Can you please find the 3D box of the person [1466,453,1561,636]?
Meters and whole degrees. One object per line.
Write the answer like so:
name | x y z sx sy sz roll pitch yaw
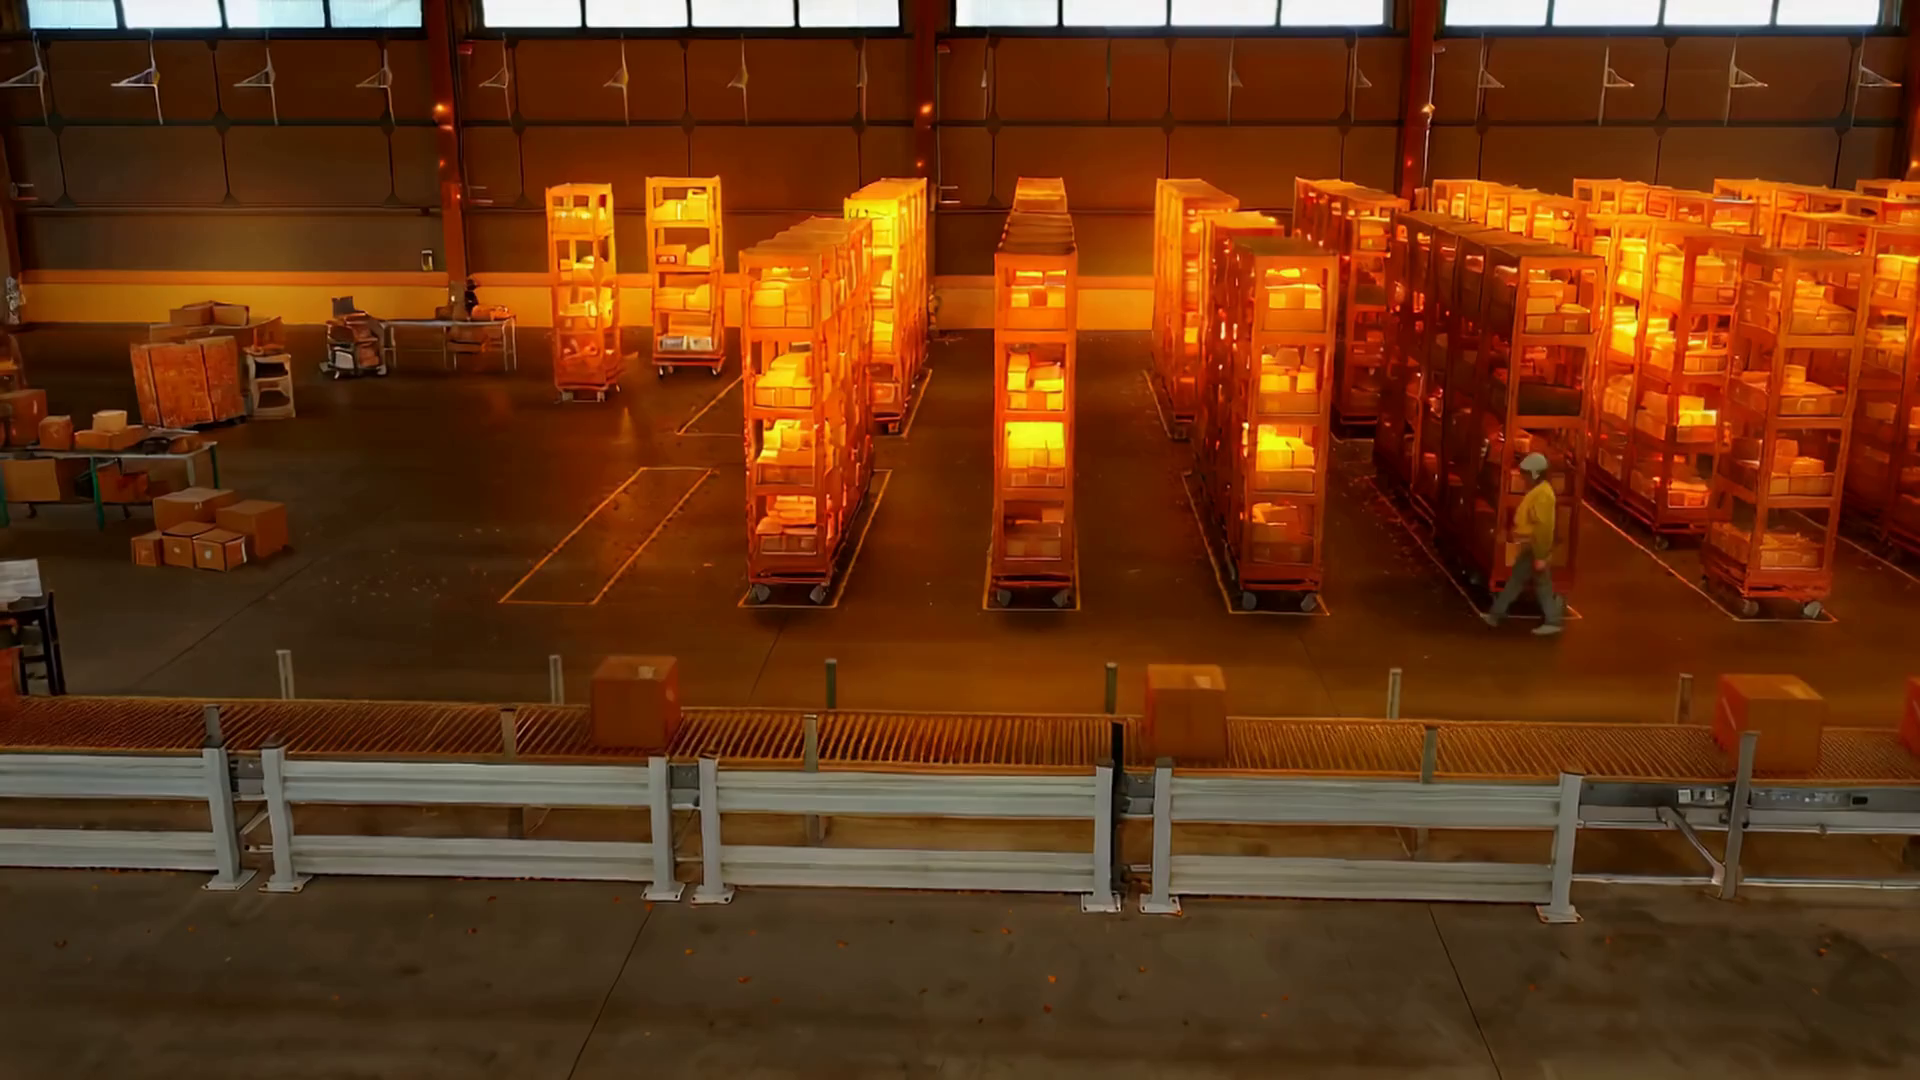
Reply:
person | 5.401 0.056 15.949 0.916 1.781 0.603 5 16 17

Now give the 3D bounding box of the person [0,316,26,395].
person | -14.411 -2.458 25.011 0.686 1.932 0.607 12 19 37
